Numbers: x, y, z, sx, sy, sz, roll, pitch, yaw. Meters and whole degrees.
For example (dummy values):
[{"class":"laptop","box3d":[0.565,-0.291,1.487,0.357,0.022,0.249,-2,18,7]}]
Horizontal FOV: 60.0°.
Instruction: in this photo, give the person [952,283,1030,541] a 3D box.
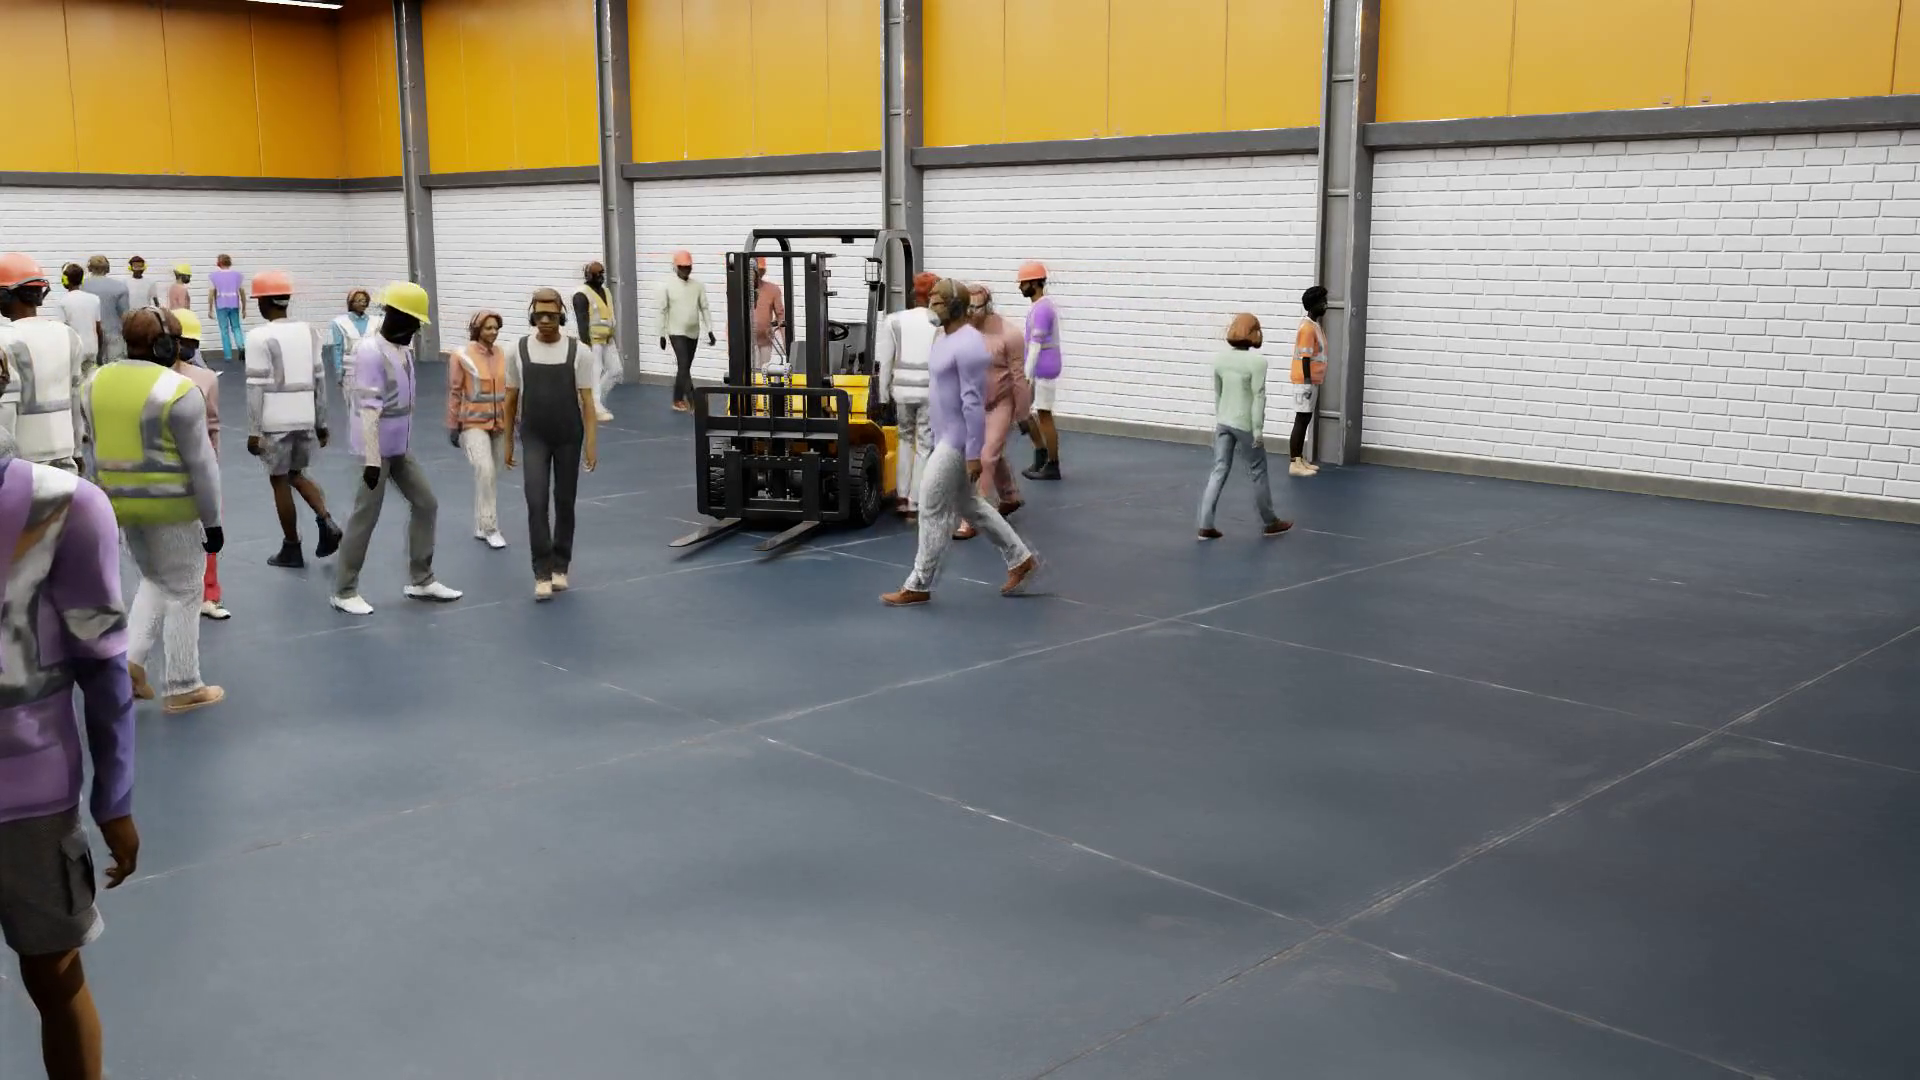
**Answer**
[{"class":"person","box3d":[0.196,-0.961,12.056,0.659,1.813,1.156,6,12,32]}]

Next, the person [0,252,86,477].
[{"class":"person","box3d":[-4.829,-0.464,8.668,0.378,2.041,0.616,2,11,12]}]

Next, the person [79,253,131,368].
[{"class":"person","box3d":[-10.171,-2.432,19.745,0.633,1.921,0.690,-3,11,-16]}]

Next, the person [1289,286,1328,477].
[{"class":"person","box3d":[3.101,-1.410,14.801,0.321,1.690,0.529,3,11,17]}]

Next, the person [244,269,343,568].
[{"class":"person","box3d":[-4.299,-0.763,10.630,0.462,1.921,0.558,5,11,25]}]

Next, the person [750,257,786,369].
[{"class":"person","box3d":[-2.204,-2.205,18.404,0.629,1.940,0.996,-6,12,-28]}]

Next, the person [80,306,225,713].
[{"class":"person","box3d":[-3.550,-0.123,7.400,0.647,1.825,0.443,4,11,20]}]

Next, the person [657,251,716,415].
[{"class":"person","box3d":[-3.258,-2.486,19.964,0.616,1.936,1.031,-9,14,-40]}]

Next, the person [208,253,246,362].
[{"class":"person","box3d":[-12.298,-3.885,27.899,0.582,1.829,0.428,-9,14,-41]}]

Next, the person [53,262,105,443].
[{"class":"person","box3d":[-8.915,-1.891,16.942,0.510,1.861,0.502,6,12,31]}]

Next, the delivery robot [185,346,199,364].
[{"class":"delivery robot","box3d":[-12.113,-2.883,25.666,0.477,0.478,0.707,4,11,21]}]

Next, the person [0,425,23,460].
[{"class":"person","box3d":[-3.065,0.257,5.210,0.328,1.872,0.514,-8,13,-36]}]

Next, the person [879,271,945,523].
[{"class":"person","box3d":[-0.287,-1.062,12.408,0.605,1.865,0.529,2,11,13]}]

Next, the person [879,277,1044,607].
[{"class":"person","box3d":[0.030,-0.564,9.614,0.964,1.904,0.643,-2,11,-13]}]

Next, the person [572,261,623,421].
[{"class":"person","box3d":[-4.179,-2.282,19.159,0.442,1.832,0.660,4,11,22]}]

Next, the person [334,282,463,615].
[{"class":"person","box3d":[-3.226,-0.521,9.475,0.790,1.856,0.692,0,10,1]}]

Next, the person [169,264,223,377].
[{"class":"person","box3d":[-11.276,-3.146,24.169,0.539,1.705,0.902,8,13,38]}]

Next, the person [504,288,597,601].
[{"class":"person","box3d":[-2.400,-0.552,9.757,0.542,1.816,0.769,-3,11,-14]}]

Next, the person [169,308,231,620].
[{"class":"person","box3d":[-4.431,-0.444,9.388,0.526,1.730,0.852,-10,14,-42]}]

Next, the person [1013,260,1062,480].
[{"class":"person","box3d":[0.676,-1.468,14.484,0.491,1.914,0.560,-1,10,-4]}]

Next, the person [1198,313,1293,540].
[{"class":"person","box3d":[2.006,-0.797,11.713,0.778,1.590,0.520,-8,13,-37]}]

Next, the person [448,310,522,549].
[{"class":"person","box3d":[-3.179,-0.752,11.369,0.672,1.613,0.530,10,14,42]}]

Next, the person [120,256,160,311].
[{"class":"person","box3d":[-11.810,-3.161,23.931,0.602,1.840,0.464,-6,12,-30]}]

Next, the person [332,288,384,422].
[{"class":"person","box3d":[-5.719,-1.585,15.905,0.512,1.624,0.489,-6,12,-29]}]

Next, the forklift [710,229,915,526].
[{"class":"forklift","box3d":[-1.050,-1.319,12.920,1.214,2.155,2.313,2,11,13]}]

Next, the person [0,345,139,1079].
[{"class":"person","box3d":[-1.982,0.517,3.334,0.606,2.039,0.395,-2,11,-12]}]
